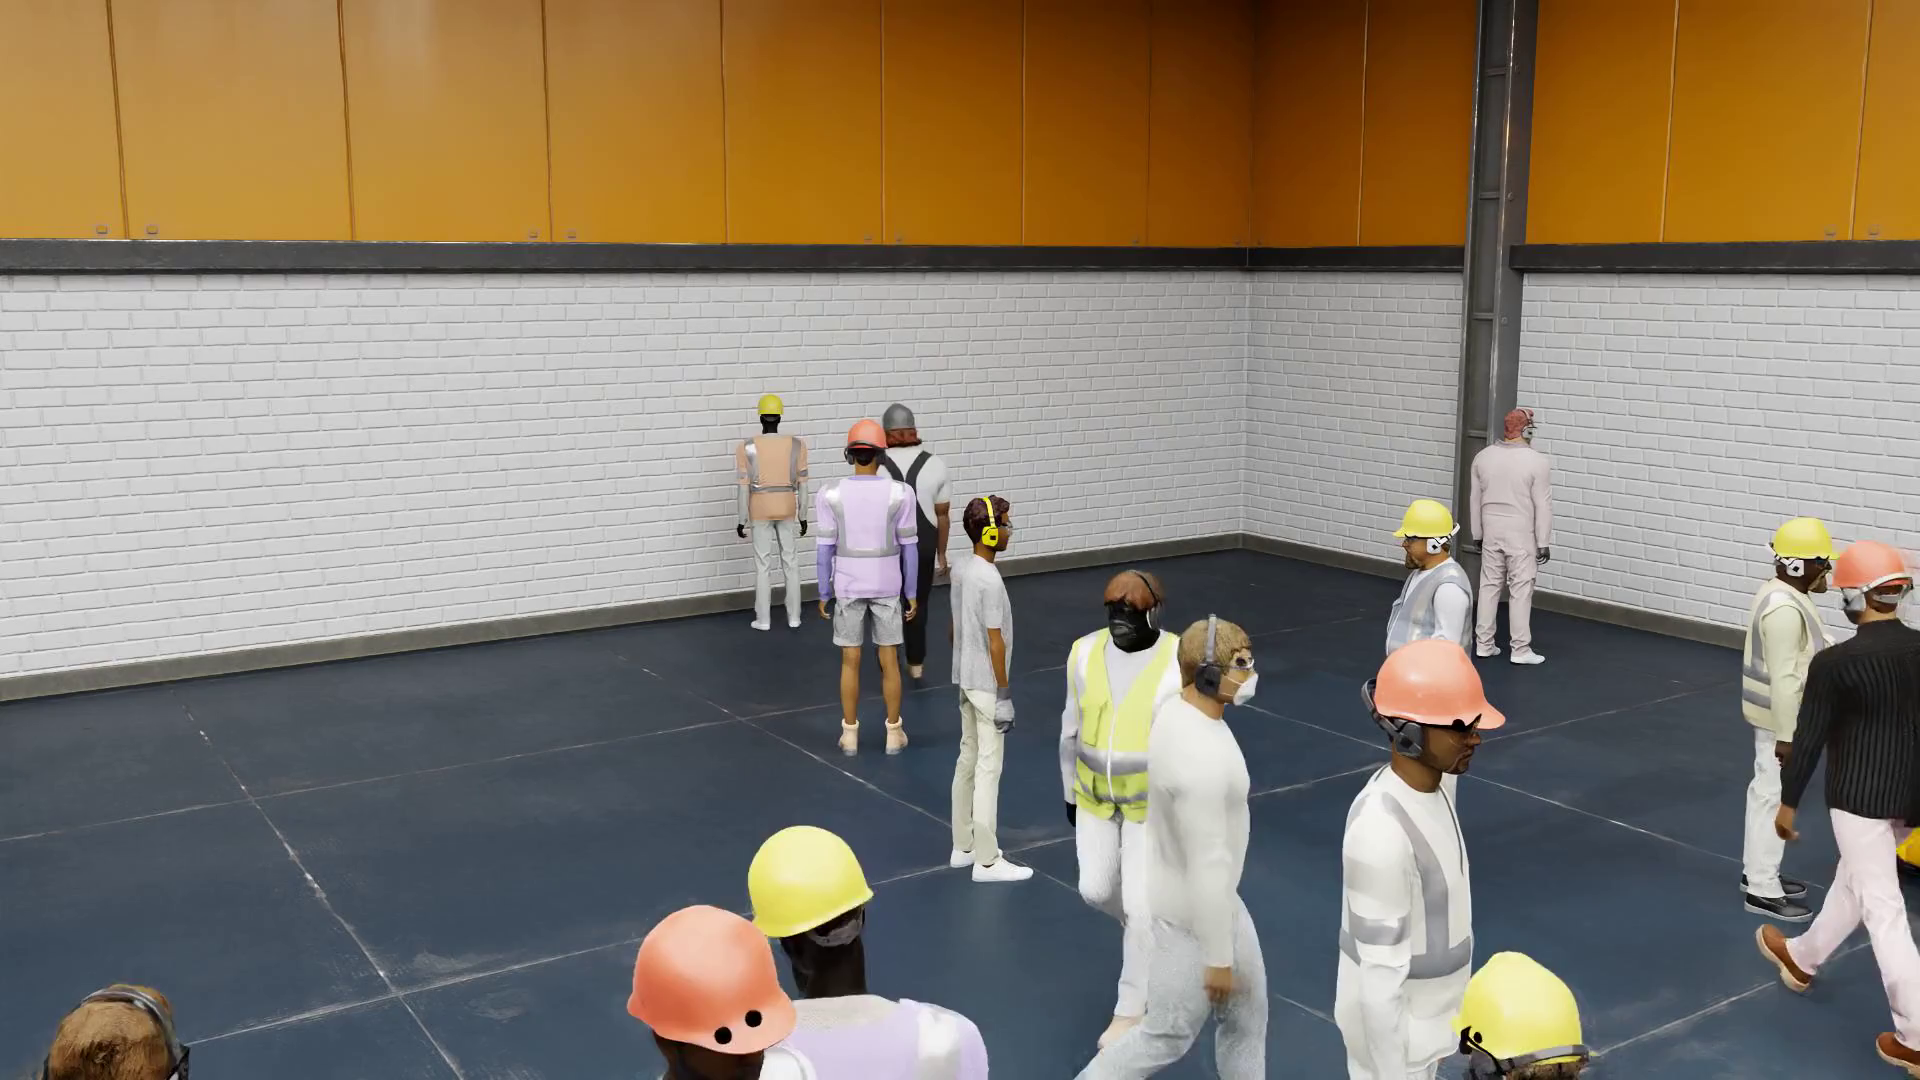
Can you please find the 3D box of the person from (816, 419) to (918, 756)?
[{"bbox_3d":[-0.561,0.286,10.081,0.614,2.038,0.395,0,9,-3],"label":"person"}]

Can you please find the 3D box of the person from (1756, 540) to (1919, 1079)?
[{"bbox_3d":[3.430,0.963,6.335,0.629,1.923,1.065,-2,10,-15],"label":"person"}]

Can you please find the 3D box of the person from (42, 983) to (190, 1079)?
[{"bbox_3d":[-1.329,1.612,2.735,0.500,1.829,0.401,0,9,-1],"label":"person"}]

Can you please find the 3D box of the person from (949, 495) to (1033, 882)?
[{"bbox_3d":[0.129,0.712,8.035,0.329,1.872,0.508,-4,10,-25],"label":"person"}]

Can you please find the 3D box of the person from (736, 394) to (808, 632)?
[{"bbox_3d":[-1.526,-0.219,13.469,0.605,1.924,0.385,-3,10,-19],"label":"person"}]

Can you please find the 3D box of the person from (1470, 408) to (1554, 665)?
[{"bbox_3d":[4.121,-0.028,12.384,0.403,1.904,0.651,-8,12,-38],"label":"person"}]

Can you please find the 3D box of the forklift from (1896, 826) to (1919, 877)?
[{"bbox_3d":[5.511,0.571,7.906,2.313,2.155,1.214,-6,11,-33],"label":"forklift"}]

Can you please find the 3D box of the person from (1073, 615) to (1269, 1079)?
[{"bbox_3d":[0.687,1.163,5.236,0.966,1.905,0.643,1,9,6],"label":"person"}]

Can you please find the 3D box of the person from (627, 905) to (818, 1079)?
[{"bbox_3d":[-0.500,1.527,2.992,0.748,1.916,0.546,7,12,37],"label":"person"}]

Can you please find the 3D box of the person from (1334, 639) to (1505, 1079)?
[{"bbox_3d":[1.159,1.251,4.264,0.374,2.043,0.611,4,10,23],"label":"person"}]

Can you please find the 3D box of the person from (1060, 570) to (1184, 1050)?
[{"bbox_3d":[0.696,0.996,6.487,0.632,1.824,0.722,6,11,30],"label":"person"}]

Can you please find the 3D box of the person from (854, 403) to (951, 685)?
[{"bbox_3d":[-0.416,0.022,11.674,0.691,2.000,0.756,-1,10,-8],"label":"person"}]

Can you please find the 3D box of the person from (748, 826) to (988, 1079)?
[{"bbox_3d":[-0.240,1.482,3.300,0.604,1.895,0.420,-1,9,-5],"label":"person"}]

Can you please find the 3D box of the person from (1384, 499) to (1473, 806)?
[{"bbox_3d":[2.299,0.706,8.209,0.403,1.826,0.591,0,9,1],"label":"person"}]

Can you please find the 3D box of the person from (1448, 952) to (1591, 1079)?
[{"bbox_3d":[0.990,1.608,3.080,0.535,1.720,0.904,-5,10,-26],"label":"person"}]

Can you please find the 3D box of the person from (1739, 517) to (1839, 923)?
[{"bbox_3d":[3.783,0.802,7.601,0.404,1.831,0.600,4,10,23],"label":"person"}]
